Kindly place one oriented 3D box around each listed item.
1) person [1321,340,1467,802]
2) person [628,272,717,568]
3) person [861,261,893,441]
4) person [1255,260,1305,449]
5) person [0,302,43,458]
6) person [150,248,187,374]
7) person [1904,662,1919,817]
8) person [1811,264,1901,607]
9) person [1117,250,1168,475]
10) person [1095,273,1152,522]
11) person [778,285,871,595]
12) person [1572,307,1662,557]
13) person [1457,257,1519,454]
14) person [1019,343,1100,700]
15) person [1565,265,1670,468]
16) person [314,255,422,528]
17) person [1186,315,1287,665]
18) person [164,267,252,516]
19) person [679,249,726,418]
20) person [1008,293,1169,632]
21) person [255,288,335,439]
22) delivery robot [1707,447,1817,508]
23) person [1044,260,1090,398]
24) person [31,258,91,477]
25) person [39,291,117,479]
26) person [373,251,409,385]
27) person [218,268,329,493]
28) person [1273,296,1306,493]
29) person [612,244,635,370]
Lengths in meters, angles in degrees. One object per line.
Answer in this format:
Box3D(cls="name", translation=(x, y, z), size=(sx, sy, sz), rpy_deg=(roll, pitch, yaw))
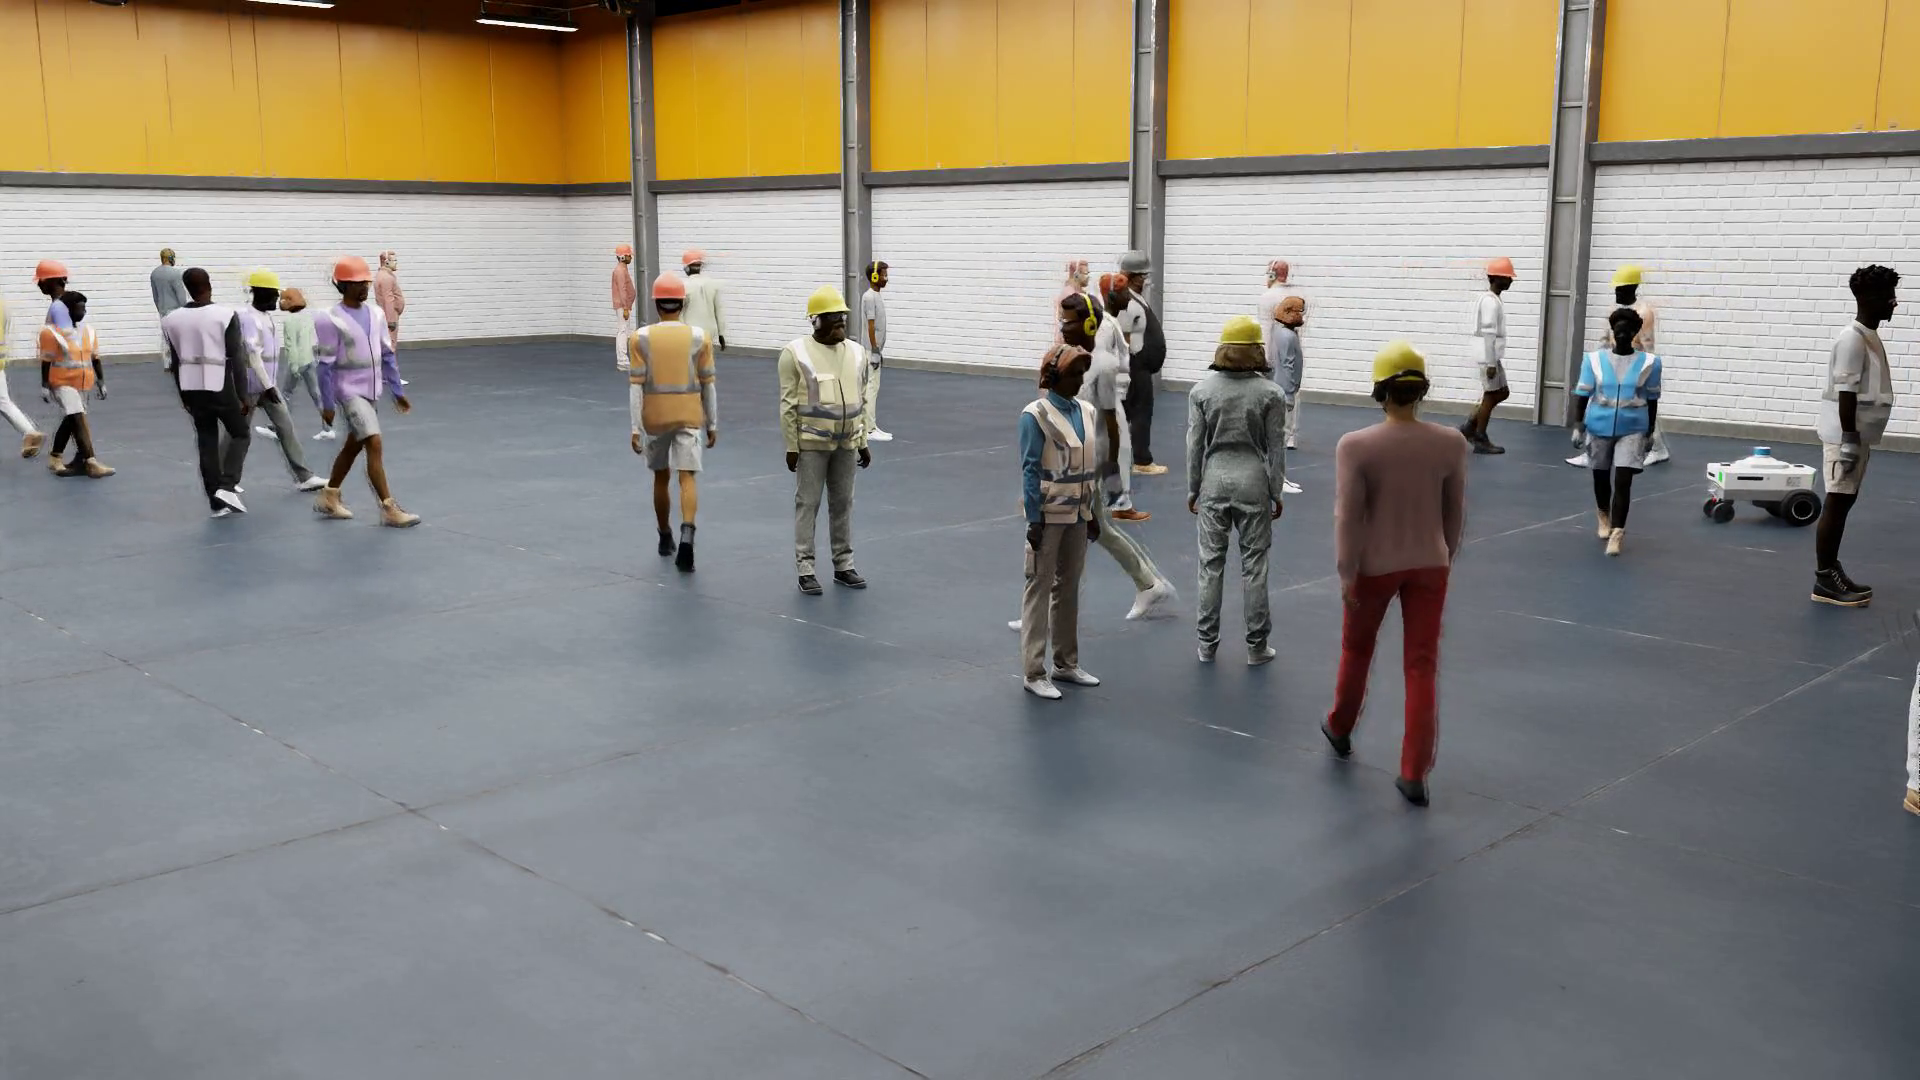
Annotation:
Box3D(cls="person", translation=(1.692, 0.091, 6.517), size=(0.532, 1.727, 0.890), rpy_deg=(0, 10, 1))
Box3D(cls="person", translation=(-1.859, -0.781, 10.806), size=(0.554, 1.909, 0.912), rpy_deg=(-2, 11, -9))
Box3D(cls="person", translation=(-0.869, -1.969, 17.378), size=(0.329, 1.862, 0.510), rpy_deg=(0, 10, -1))
Box3D(cls="person", translation=(3.107, -1.863, 16.736), size=(0.666, 1.875, 0.789), rpy_deg=(-8, 13, -38))
Box3D(cls="person", translation=(-9.216, -1.646, 15.750), size=(0.848, 1.819, 0.628), rpy_deg=(2, 11, 12))
Box3D(cls="person", translation=(-12.147, -3.522, 25.630), size=(0.631, 1.939, 0.371), rpy_deg=(5, 11, 24))
Box3D(cls="person", translation=(3.750, 0.125, 6.015), size=(0.625, 1.840, 0.430), rpy_deg=(-3, 11, -17))
Box3D(cls="person", translation=(5.201, -0.611, 9.675), size=(0.372, 1.966, 0.603), rpy_deg=(7, 13, 35))
Box3D(cls="person", translation=(1.454, -1.600, 14.871), size=(0.782, 2.000, 0.682), rpy_deg=(1, 10, 6))
Box3D(cls="person", translation=(1.029, -1.053, 12.380), size=(0.747, 1.862, 0.583), rpy_deg=(1, 10, 3))
Box3D(cls="person", translation=(-0.791, -0.600, 9.971), size=(0.590, 1.837, 0.404), rpy_deg=(-7, 13, -34))
Box3D(cls="person", translation=(4.486, -0.765, 11.366), size=(0.534, 1.663, 0.862), rpy_deg=(5, 12, 26))
Box3D(cls="person", translation=(5.182, -1.787, 16.209), size=(0.424, 1.919, 0.571), rpy_deg=(3, 11, 18))
Box3D(cls="person", translation=(0.463, -0.093, 7.752), size=(0.308, 1.638, 0.511), rpy_deg=(9, 13, 39))
Box3D(cls="person", translation=(6.135, -1.583, 15.270), size=(1.030, 1.869, 0.594), rpy_deg=(-1, 10, -3))
Box3D(cls="person", translation=(-4.456, -1.098, 12.268), size=(1.042, 1.996, 0.620), rpy_deg=(4, 11, 22))
Box3D(cls="person", translation=(1.378, -0.247, 8.309), size=(0.492, 1.741, 0.318), rpy_deg=(3, 11, 17))
Box3D(cls="person", translation=(-5.690, -1.115, 12.635), size=(0.608, 1.891, 0.440), rpy_deg=(1, 10, 5))
Box3D(cls="person", translation=(-3.165, -2.417, 19.539), size=(0.651, 1.953, 0.974), rpy_deg=(-10, 14, -44))
Box3D(cls="person", translation=(0.738, -0.426, 9.037), size=(0.924, 1.838, 0.539), rpy_deg=(-3, 11, -17))
Box3D(cls="person", translation=(-6.951, -1.835, 17.377), size=(0.867, 1.579, 0.518), rpy_deg=(2, 11, 9))
Box3D(cls="delivery robot", translation=(5.969, -0.451, 12.402), size=(0.707, 0.478, 0.477), rpy_deg=(2, 10, 9))
Box3D(cls="person", translation=(1.314, -2.141, 18.315), size=(0.991, 1.852, 0.659), rpy_deg=(1, 10, 5))
Box3D(cls="person", translation=(-7.964, -1.527, 14.763), size=(0.377, 1.933, 0.552), rpy_deg=(-4, 11, -20))
Box3D(cls="person", translation=(-7.832, -1.372, 14.690), size=(0.904, 1.647, 0.543), rpy_deg=(4, 11, 22))
Box3D(cls="person", translation=(-8.167, -3.182, 23.861), size=(0.399, 1.909, 0.642), rpy_deg=(-5, 12, -25))
Box3D(cls="person", translation=(-5.777, -1.303, 13.742), size=(1.038, 1.863, 0.599), rpy_deg=(1, 10, 5))
Box3D(cls="person", translation=(2.735, -1.211, 13.858), size=(0.271, 1.632, 0.508), rpy_deg=(2, 11, 9))
Box3D(cls="person", translation=(-5.318, -3.684, 26.359), size=(0.377, 1.995, 0.608), rpy_deg=(-3, 11, -15))
